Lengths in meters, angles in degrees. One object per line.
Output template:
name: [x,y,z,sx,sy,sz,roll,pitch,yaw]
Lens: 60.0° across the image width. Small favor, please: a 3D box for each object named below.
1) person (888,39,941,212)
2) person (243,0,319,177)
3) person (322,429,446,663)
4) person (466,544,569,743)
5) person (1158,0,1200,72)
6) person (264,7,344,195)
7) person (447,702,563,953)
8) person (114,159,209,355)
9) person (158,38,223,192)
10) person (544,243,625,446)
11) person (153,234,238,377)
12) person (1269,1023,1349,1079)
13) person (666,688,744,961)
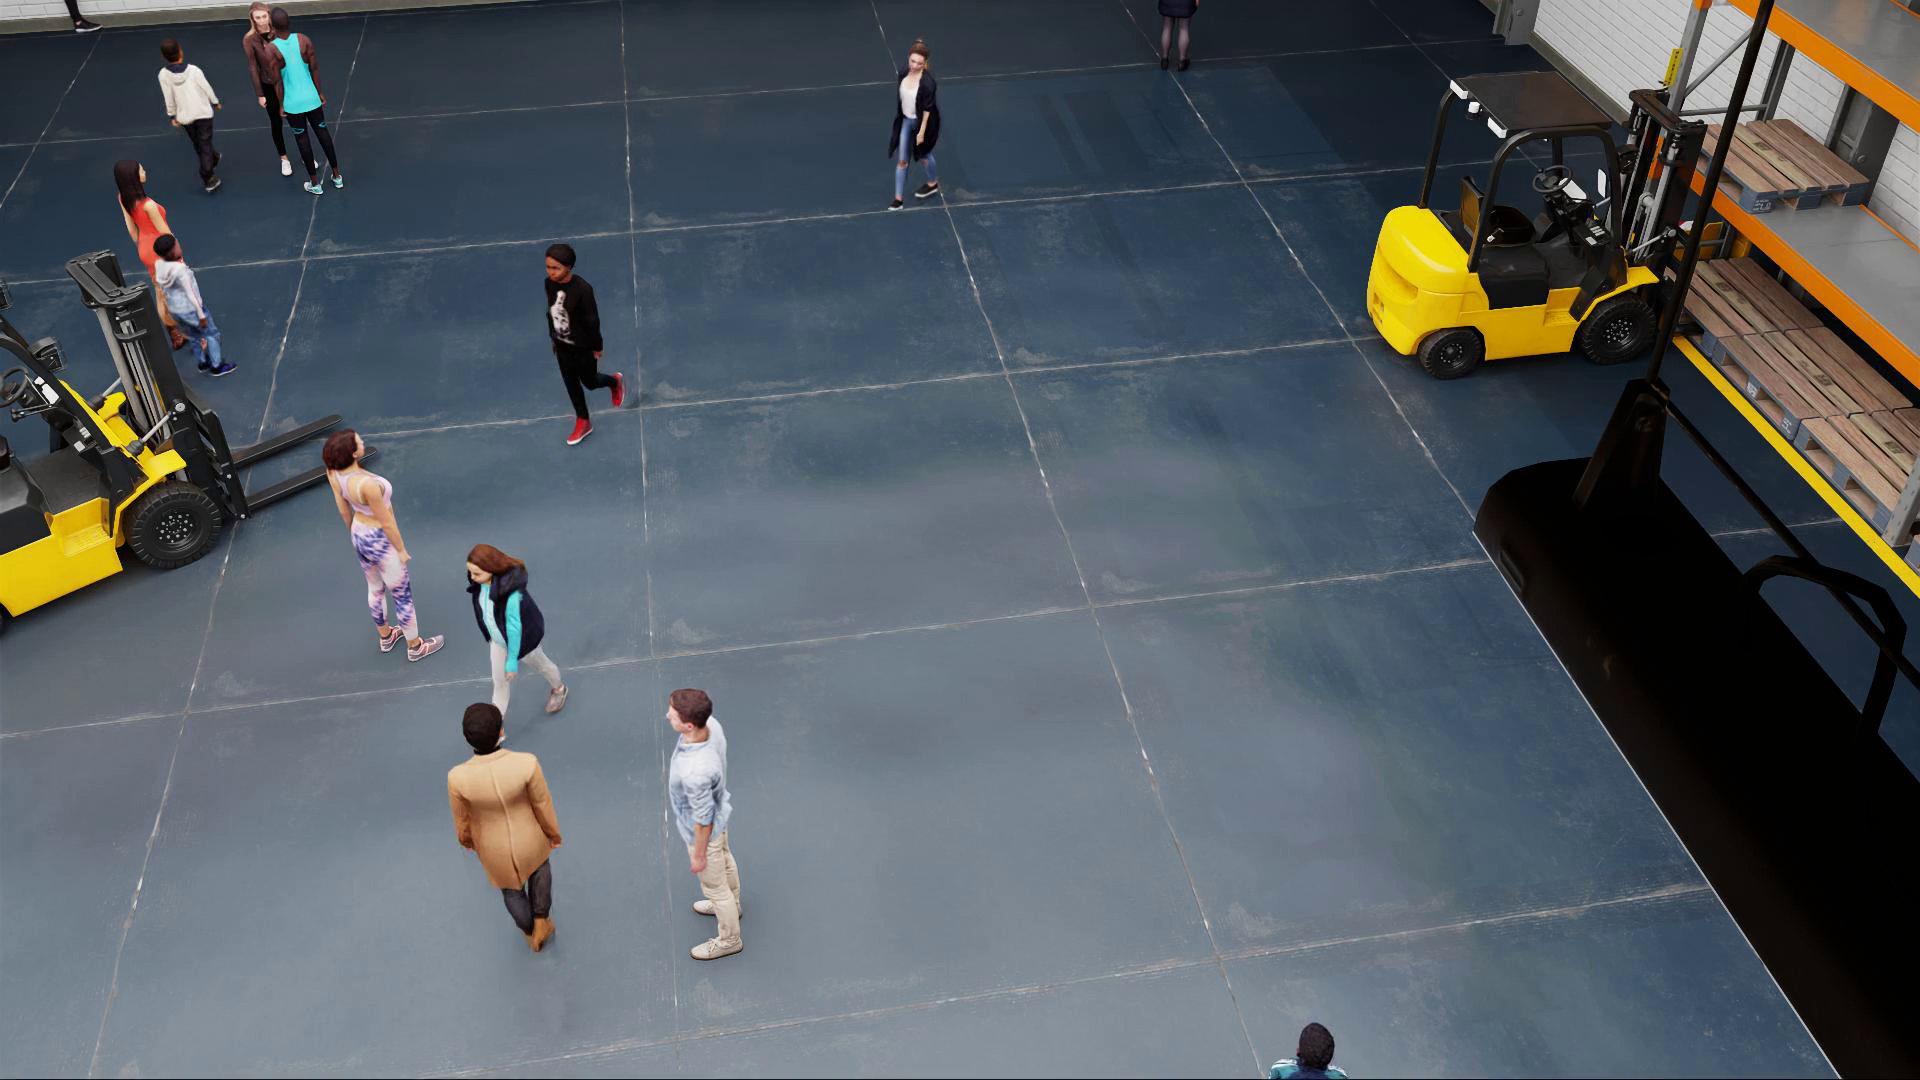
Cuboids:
person: [-0.371,-3.922,15.622,1.087,1.643,1.039,-31,48,-33]
person: [-6.623,-4.409,16.185,0.674,1.703,0.644,-23,44,-26]
person: [-3.707,0.027,10.579,0.685,1.767,0.727,19,42,22]
person: [-2.673,0.555,10.170,0.974,1.453,1.035,21,43,24]
person: [2.381,-5.956,18.147,0.779,1.673,0.797,11,40,13]
person: [-6.253,-4.169,15.797,0.684,1.811,0.674,-25,45,-28]
person: [-2.341,1.585,8.667,0.715,1.718,0.726,-11,40,-14]
person: [-6.514,-2.303,13.535,0.673,1.718,0.708,18,42,21]
person: [-7.359,-4.050,15.958,0.681,1.424,0.962,-1,39,-1]
person: [-2.870,-1.545,12.631,0.887,1.662,1.002,17,42,20]
person: [-6.256,-1.868,13.361,0.610,1.255,0.664,21,43,24]
person: [1.567,2.708,7.643,0.662,1.240,0.898,4,39,5]
person: [-1.328,1.473,8.703,0.737,1.847,0.518,-2,39,-2]
